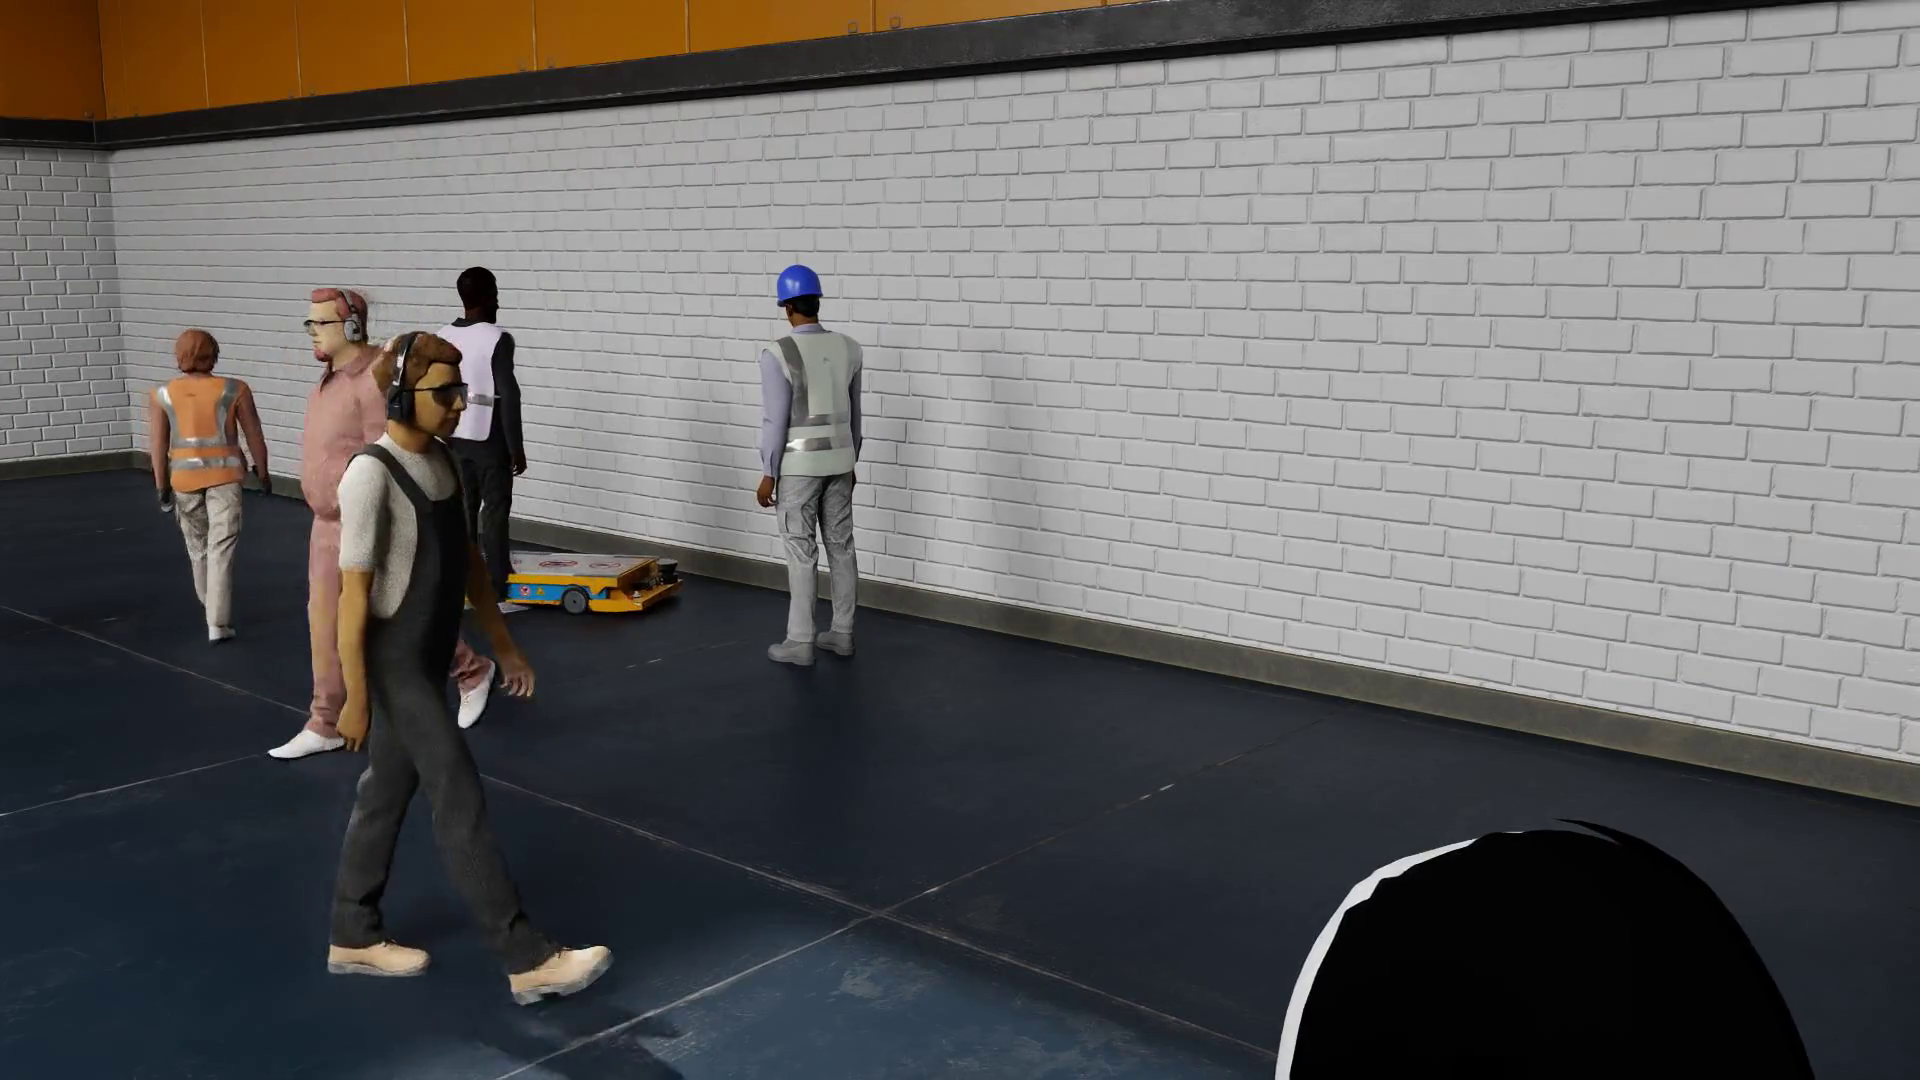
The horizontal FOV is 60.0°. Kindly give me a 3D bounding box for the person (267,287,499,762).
[{"bbox_3d":[-2.364,-0.079,6.710,0.649,1.882,0.864,9,14,43],"label":"person"}]

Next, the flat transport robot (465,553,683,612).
[{"bbox_3d":[-2.377,0.227,9.523,1.431,0.197,0.652,2,10,11],"label":"flat transport robot"}]

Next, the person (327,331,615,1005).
[{"bbox_3d":[-1.359,0.351,4.471,0.932,1.802,0.538,0,10,3],"label":"person"}]

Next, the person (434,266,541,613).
[{"bbox_3d":[-2.665,-0.545,9.231,0.587,1.920,0.394,6,12,30],"label":"person"}]

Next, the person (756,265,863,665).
[{"bbox_3d":[-0.734,-0.360,8.121,0.602,1.939,0.401,-10,14,-43],"label":"person"}]

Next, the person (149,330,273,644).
[{"bbox_3d":[-3.914,-0.297,8.739,0.534,1.598,0.849,-1,10,-7],"label":"person"}]
